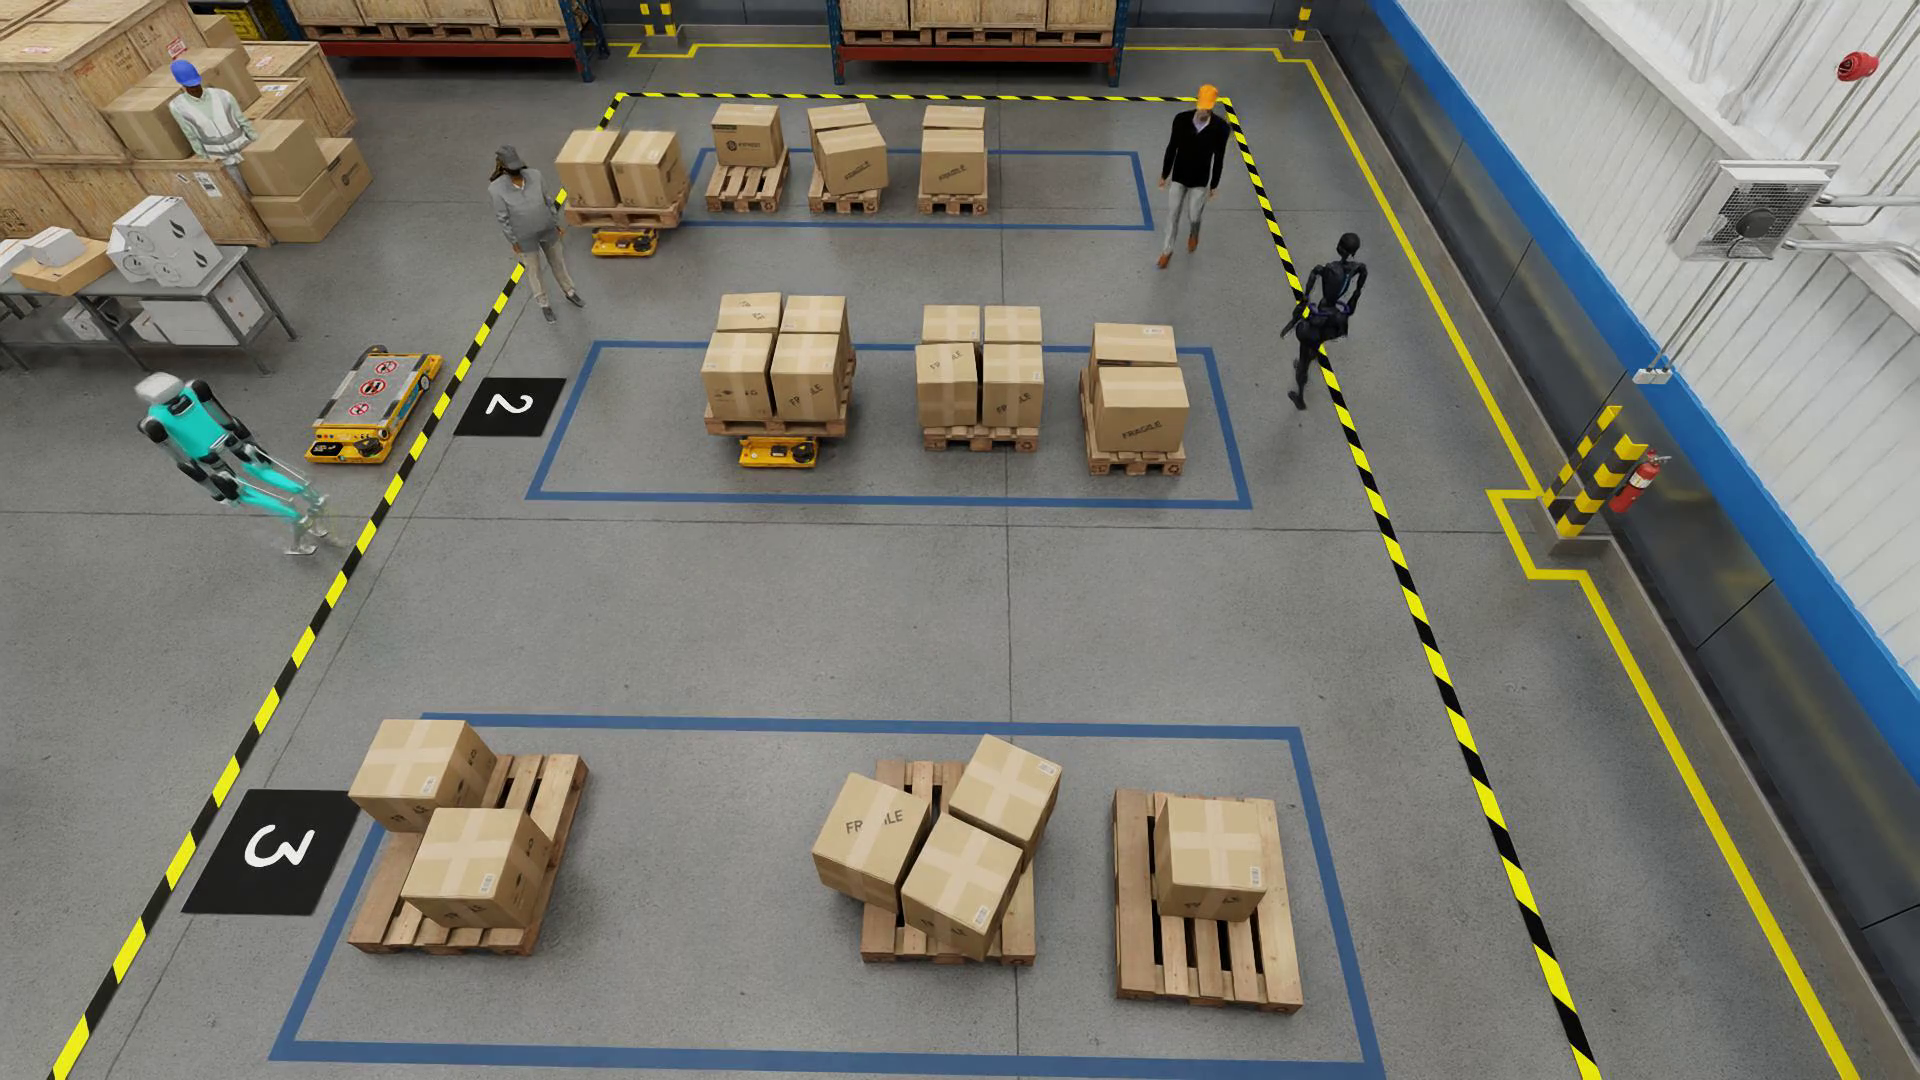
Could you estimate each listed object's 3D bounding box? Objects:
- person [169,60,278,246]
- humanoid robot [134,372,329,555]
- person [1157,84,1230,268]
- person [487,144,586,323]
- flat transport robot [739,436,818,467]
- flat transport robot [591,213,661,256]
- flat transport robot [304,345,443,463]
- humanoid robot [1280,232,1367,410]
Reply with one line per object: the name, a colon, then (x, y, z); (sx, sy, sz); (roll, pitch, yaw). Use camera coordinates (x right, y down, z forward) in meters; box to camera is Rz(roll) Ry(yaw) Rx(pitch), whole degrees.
person: (-7.713, -4.092, 9.738); (0.602, 1.939, 0.412); (-32, 57, -24)
humanoid robot: (-5.176, -0.496, 6.736); (0.735, 1.677, 0.533); (10, 50, 8)
person: (2.383, -3.763, 9.499); (0.598, 1.875, 0.558); (22, 53, 18)
person: (-4.143, -2.991, 8.915); (0.398, 1.768, 0.563); (37, 59, 27)
flat transport robot: (-1.582, -1.235, 8.394); (0.652, 0.197, 1.431); (1, 50, 1)
flat transport robot: (-3.723, -3.732, 10.507); (0.652, 0.197, 1.431); (1, 50, 1)
flat transport robot: (-5.383, -1.269, 8.441); (0.659, 0.231, 1.431); (1, 50, 1)
humanoid robot: (3.173, -1.979, 8.132); (0.616, 1.634, 0.641); (-7, 50, -6)
